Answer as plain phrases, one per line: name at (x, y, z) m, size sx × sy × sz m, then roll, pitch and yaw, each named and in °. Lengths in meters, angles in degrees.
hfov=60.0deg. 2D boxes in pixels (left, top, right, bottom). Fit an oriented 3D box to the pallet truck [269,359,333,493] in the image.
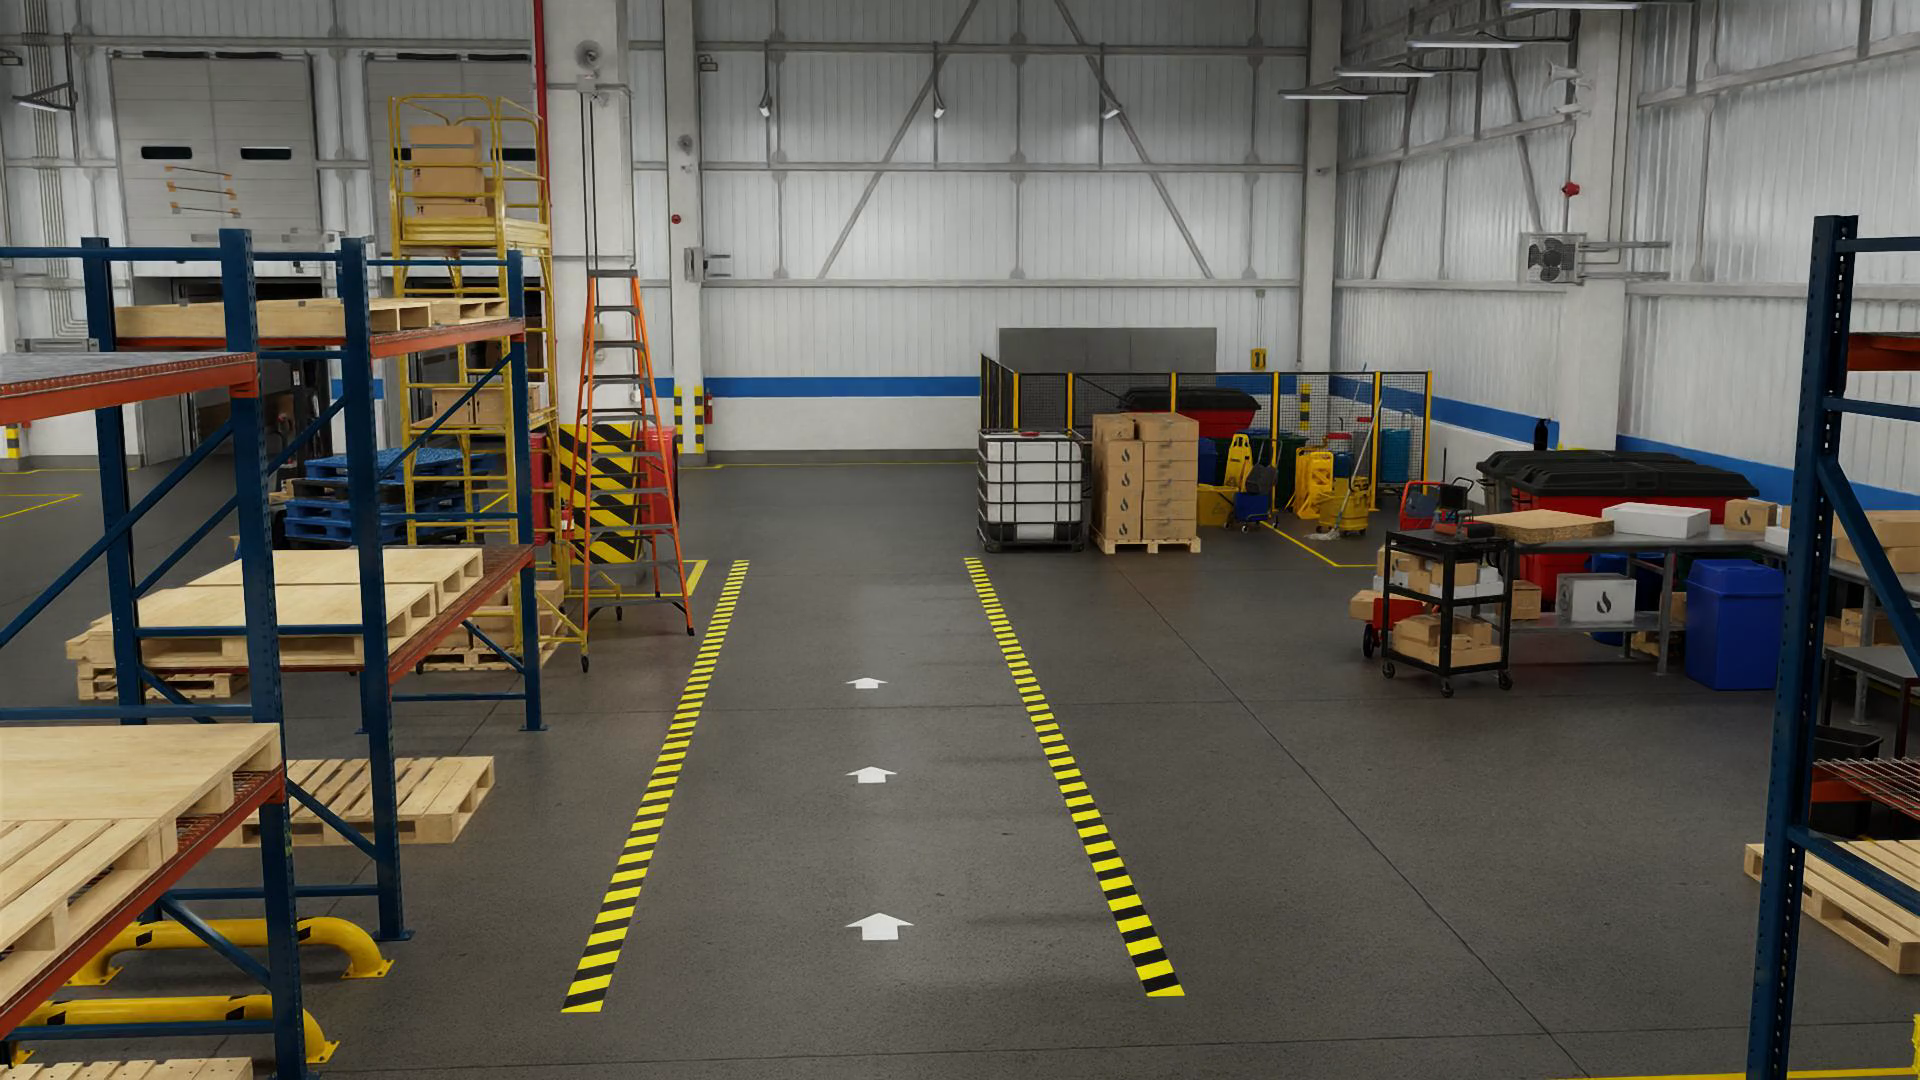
pallet truck at (-7.062, -1.131, 18.996) m, size 1.885 × 1.965 × 0.823 m, roll 2°, pitch 9°, yaw 13°
